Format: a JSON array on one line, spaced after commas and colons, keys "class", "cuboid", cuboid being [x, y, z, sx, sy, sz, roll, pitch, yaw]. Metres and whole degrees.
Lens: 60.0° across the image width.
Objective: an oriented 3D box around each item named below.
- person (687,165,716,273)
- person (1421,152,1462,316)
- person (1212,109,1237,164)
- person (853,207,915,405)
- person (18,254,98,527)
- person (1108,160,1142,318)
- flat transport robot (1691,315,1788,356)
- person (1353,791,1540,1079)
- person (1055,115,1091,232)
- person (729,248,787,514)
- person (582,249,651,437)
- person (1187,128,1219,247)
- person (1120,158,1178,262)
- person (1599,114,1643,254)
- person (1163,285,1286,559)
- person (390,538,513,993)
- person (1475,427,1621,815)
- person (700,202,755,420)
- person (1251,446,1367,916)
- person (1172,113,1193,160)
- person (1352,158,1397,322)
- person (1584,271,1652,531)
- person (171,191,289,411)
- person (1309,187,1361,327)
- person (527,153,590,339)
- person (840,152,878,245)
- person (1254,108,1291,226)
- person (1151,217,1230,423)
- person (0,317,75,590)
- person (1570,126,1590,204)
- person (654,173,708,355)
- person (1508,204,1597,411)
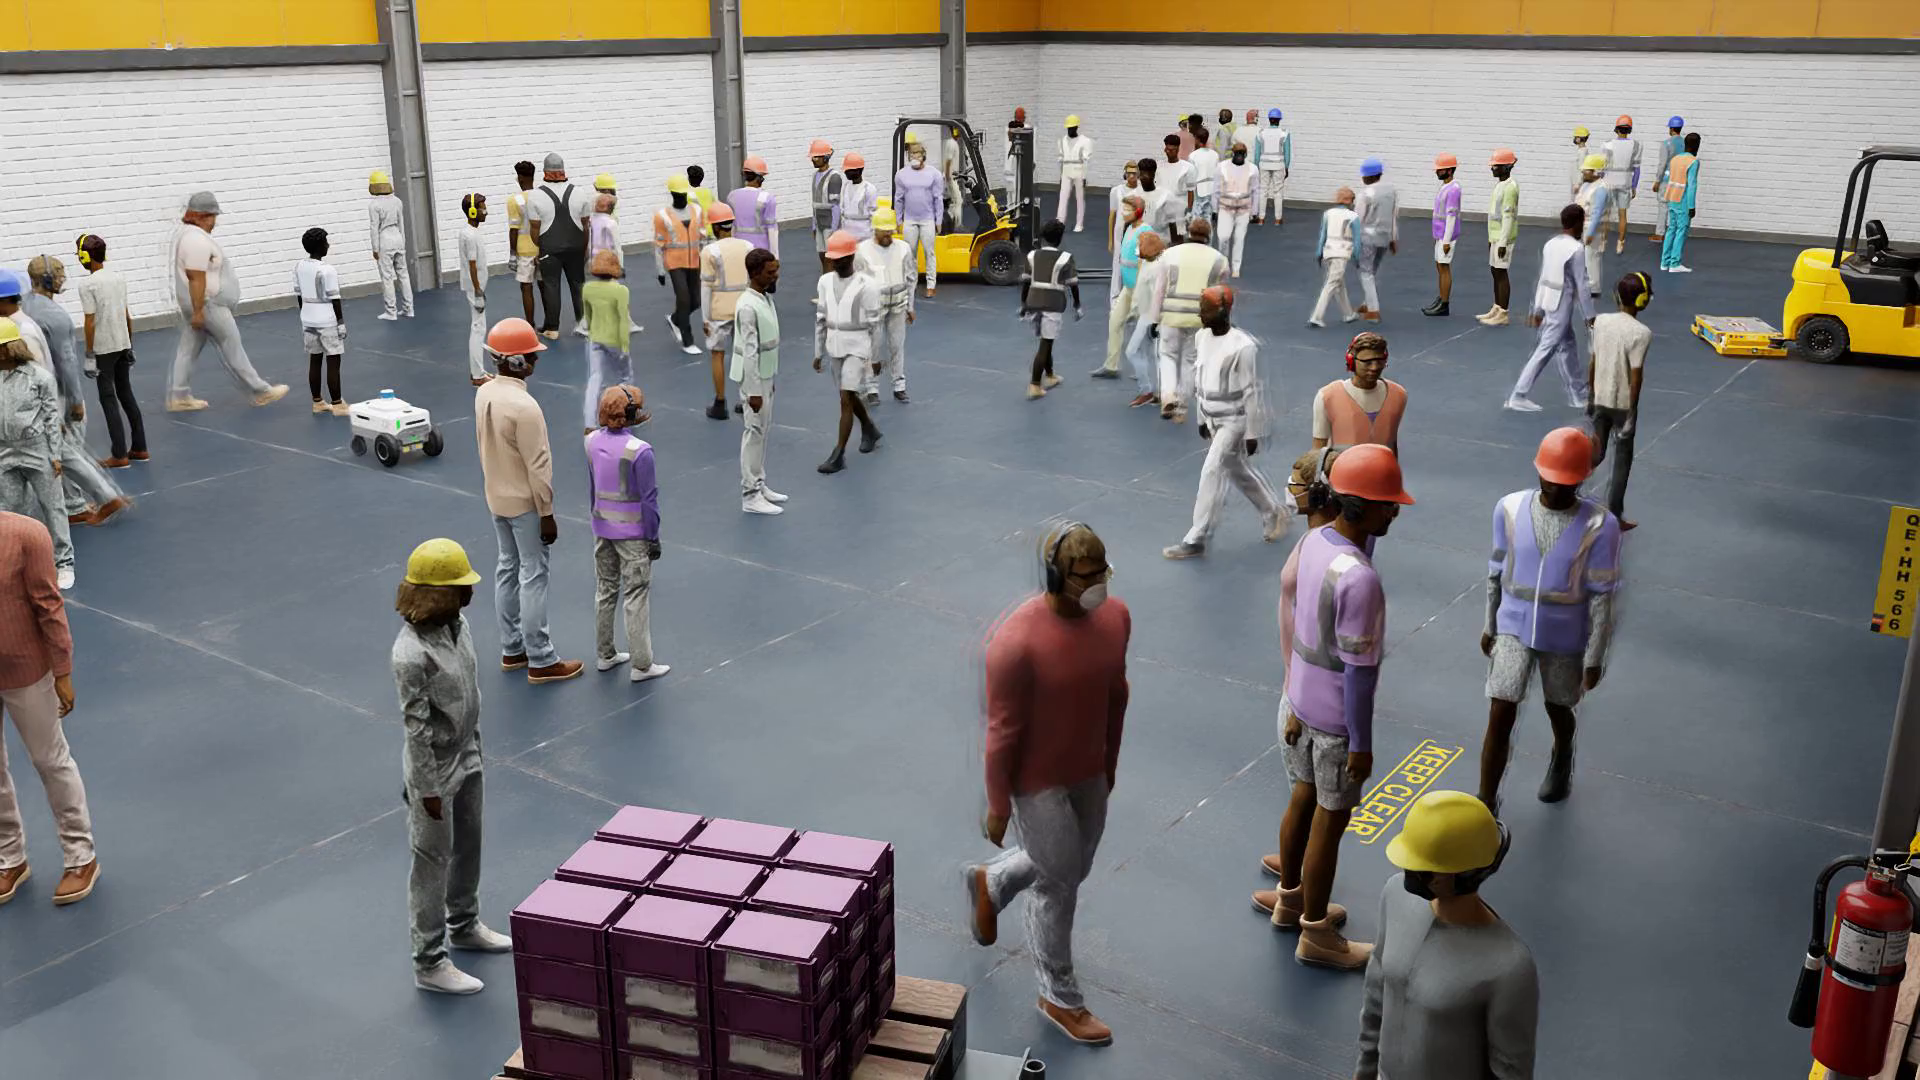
[{"class": "person", "cuboid": [-3.252, -3.840, 20.852, 0.323, 1.685, 0.547, 11, 21, 31]}, {"class": "person", "cuboid": [5.744, -3.635, 19.813, 0.388, 1.929, 0.544, 2, 18, 5]}, {"class": "person", "cuboid": [4.713, -6.759, 29.721, 0.429, 1.842, 0.636, 9, 20, 26]}, {"class": "person", "cuboid": [-0.699, -2.153, 15.353, 0.601, 1.821, 0.403, -7, 19, -20]}, {"class": "person", "cuboid": [-6.347, -1.044, 11.715, 0.635, 1.928, 0.383, 15, 23, 39]}, {"class": "person", "cuboid": [2.006, -3.557, 19.696, 0.506, 1.847, 0.346, 1, 18, 2]}, {"class": "flat transport robot", "cuboid": [8.487, -2.243, 18.132, 0.652, 0.197, 1.431, 3, 18, 10]}, {"class": "person", "cuboid": [1.195, 1.433, 4.226, 0.329, 1.764, 0.524, -9, 20, -26]}, {"class": "person", "cuboid": [1.804, -5.925, 27.048, 0.591, 1.886, 0.945, 8, 19, 23]}, {"class": "person", "cuboid": [-1.472, -1.156, 12.071, 0.383, 1.918, 0.591, 1, 18, 3]}, {"class": "person", "cuboid": [-3.002, -1.689, 14.256, 0.508, 1.584, 0.863, 8, 19, 23]}, {"class": "person", "cuboid": [3.462, -4.941, 23.908, 0.599, 1.917, 0.374, -16, 24, -41]}, {"class": "person", "cuboid": [2.116, -3.321, 18.789, 0.658, 1.944, 0.778, 12, 21, 33]}, {"class": "person", "cuboid": [9.807, -5.303, 24.840, 0.608, 2.044, 0.377, 3, 18, 8]}, {"class": "person", "cuboid": [1.839, -0.813, 11.148, 0.986, 1.841, 0.585, -8, 19, -24]}, {"class": "person", "cuboid": [-1.882, 0.826, 6.174, 0.320, 1.737, 0.488, 3, 18, 10]}, {"class": "person", "cuboid": [2.582, 0.383, 7.333, 0.562, 1.881, 0.990, 11, 21, 32]}, {"class": "person", "cuboid": [-2.047, -2.035, 14.808, 0.586, 1.923, 0.414, -13, 22, -35]}, {"class": "person", "cuboid": [1.405, 0.572, 6.632, 0.359, 1.938, 0.635, 6, 19, 18]}, {"class": "person", "cuboid": [3.981, -6.728, 29.768, 0.531, 1.755, 0.343, -3, 18, -9]}, {"class": "person", "cuboid": [4.814, -3.507, 19.494, 0.648, 1.894, 0.702, -12, 21, -32]}, {"class": "person", "cuboid": [4.449, -0.927, 11.454, 0.678, 1.857, 0.518, -9, 20, -27]}, {"class": "person", "cuboid": [-6.814, -2.196, 15.126, 1.013, 2.000, 0.693, -11, 21, -31]}, {"class": "person", "cuboid": [4.354, -3.262, 19.186, 0.863, 1.586, 0.526, -11, 21, -31]}, {"class": "person", "cuboid": [-4.458, -3.267, 18.477, 0.684, 2.000, 0.538, -9, 20, -26]}, {"class": "person", "cuboid": [-1.221, -3.611, 19.721, 0.551, 1.933, 0.369, 16, 24, 40]}, {"class": "person", "cuboid": [5.274, -6.295, 28.107, 0.602, 1.940, 0.402, 6, 19, 17]}, {"class": "person", "cuboid": [2.012, -1.899, 14.585, 0.674, 1.809, 0.544, 2, 18, 6]}, {"class": "person", "cuboid": [-5.855, -0.529, 10.392, 0.485, 1.744, 0.295, -3, 18, -8]}, {"class": "person", "cuboid": [9.786, -5.659, 26.401, 0.315, 1.769, 0.525, 4, 18, 12]}, {"class": "person", "cuboid": [-2.979, -2.955, 17.716, 0.598, 1.905, 0.679, -15, 23, -38]}, {"class": "person", "cuboid": [5.493, -2.093, 15.093, 0.979, 1.866, 0.588, 0, 18, -1]}]
